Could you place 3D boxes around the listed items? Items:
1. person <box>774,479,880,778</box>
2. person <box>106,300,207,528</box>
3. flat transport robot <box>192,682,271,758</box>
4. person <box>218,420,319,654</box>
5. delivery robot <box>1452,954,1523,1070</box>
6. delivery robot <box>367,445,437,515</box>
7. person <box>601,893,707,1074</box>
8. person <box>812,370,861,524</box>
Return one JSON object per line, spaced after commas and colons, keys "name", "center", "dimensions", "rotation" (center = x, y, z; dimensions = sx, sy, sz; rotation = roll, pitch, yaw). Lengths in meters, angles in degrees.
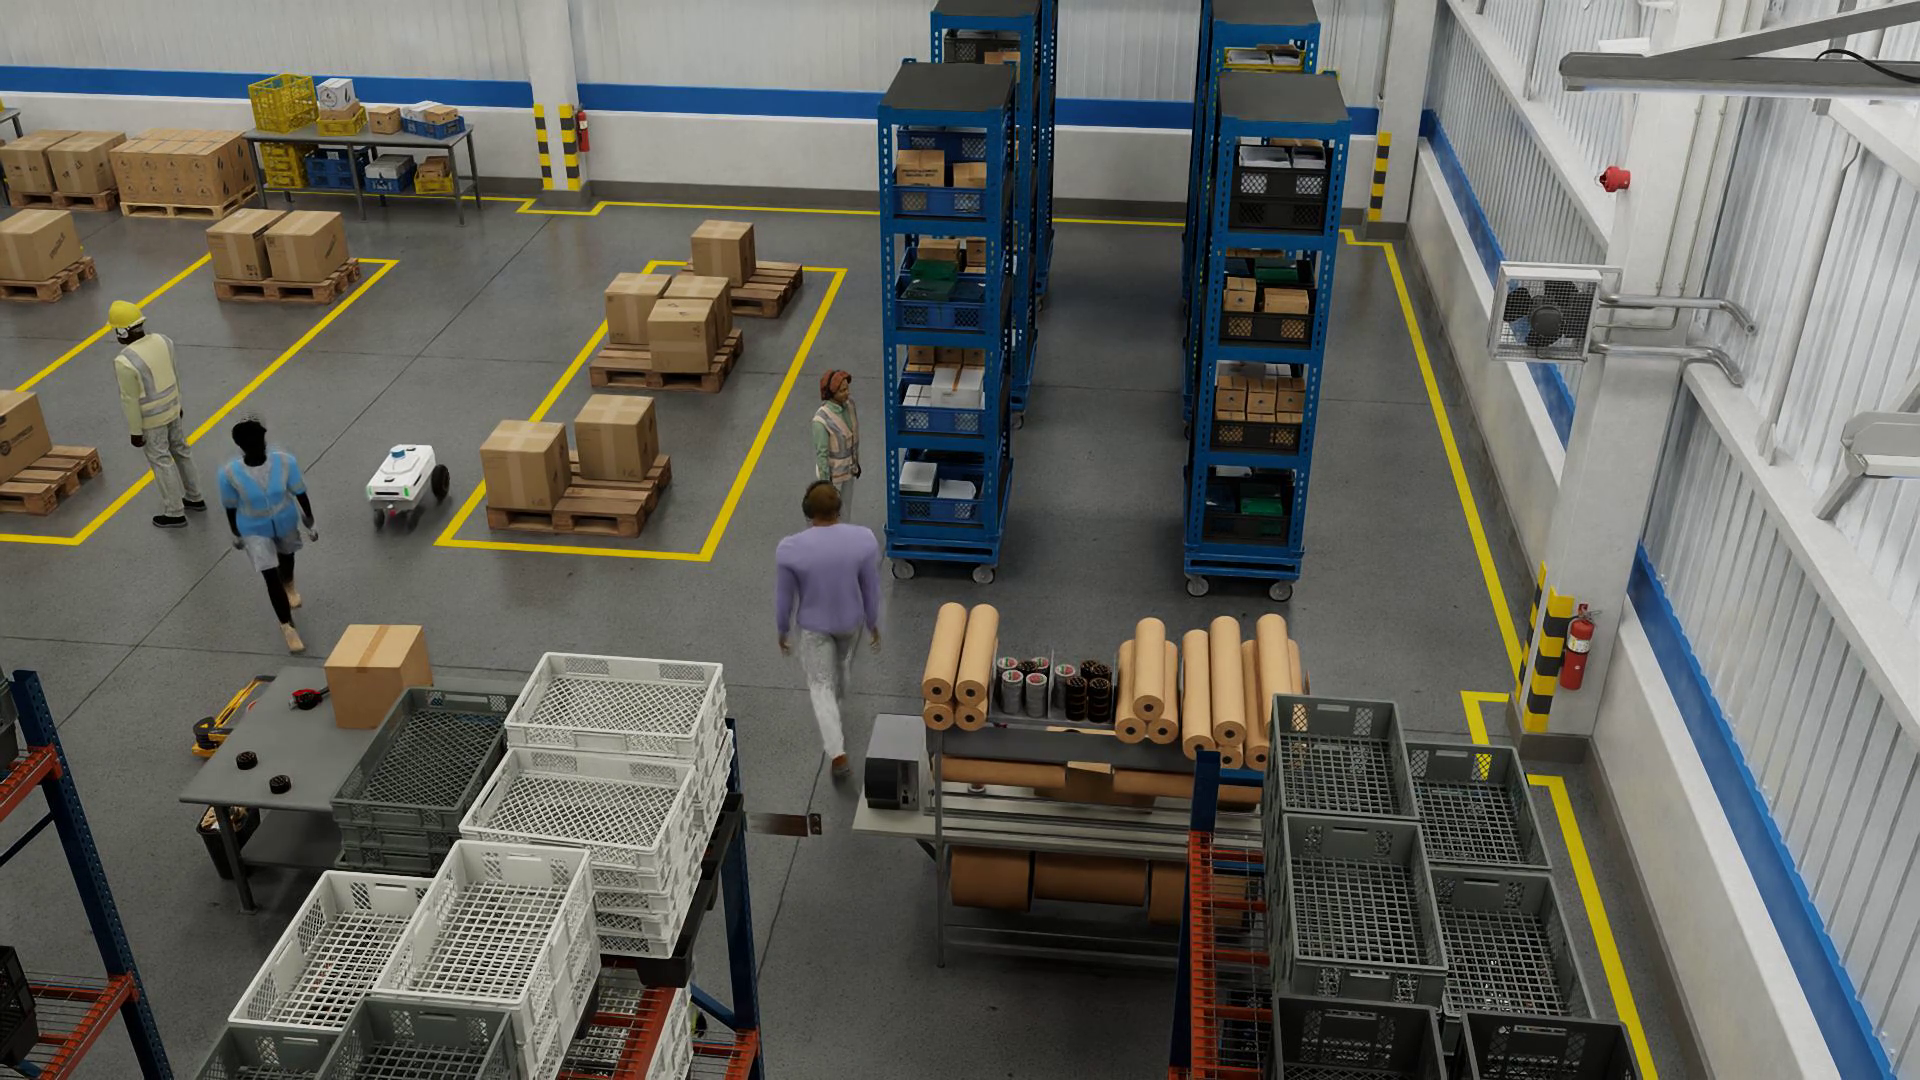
{"name": "person", "center": [-0.795, 0.515, 10.157], "dimensions": [0.642, 1.906, 0.962], "rotation": [-10, 32, -16]}
{"name": "person", "center": [-6.199, -0.976, 12.792], "dimensions": [0.403, 1.825, 0.589], "rotation": [5, 31, 9]}
{"name": "flat transport robot", "center": [-4.089, 1.163, 10.648], "dimensions": [1.431, 0.197, 0.652], "rotation": [3, 30, 6]}
{"name": "person", "center": [-4.759, -0.114, 11.480], "dimensions": [0.543, 1.650, 0.901], "rotation": [-20, 36, -30]}
{"name": "delivery robot", "center": [2.697, 2.312, 8.304], "dimensions": [0.477, 0.478, 0.707], "rotation": [2, 30, 4]}
{"name": "delivery robot", "center": [-4.409, -0.506, 13.145], "dimensions": [0.477, 0.478, 0.707], "rotation": [1, 30, 2]}
{"name": "person", "center": [-1.362, 2.203, 7.315], "dimensions": [0.429, 1.842, 0.631], "rotation": [22, 37, 33]}
{"name": "person", "center": [-0.890, -0.486, 12.128], "dimensions": [0.309, 1.641, 0.515], "rotation": [12, 32, 20]}
